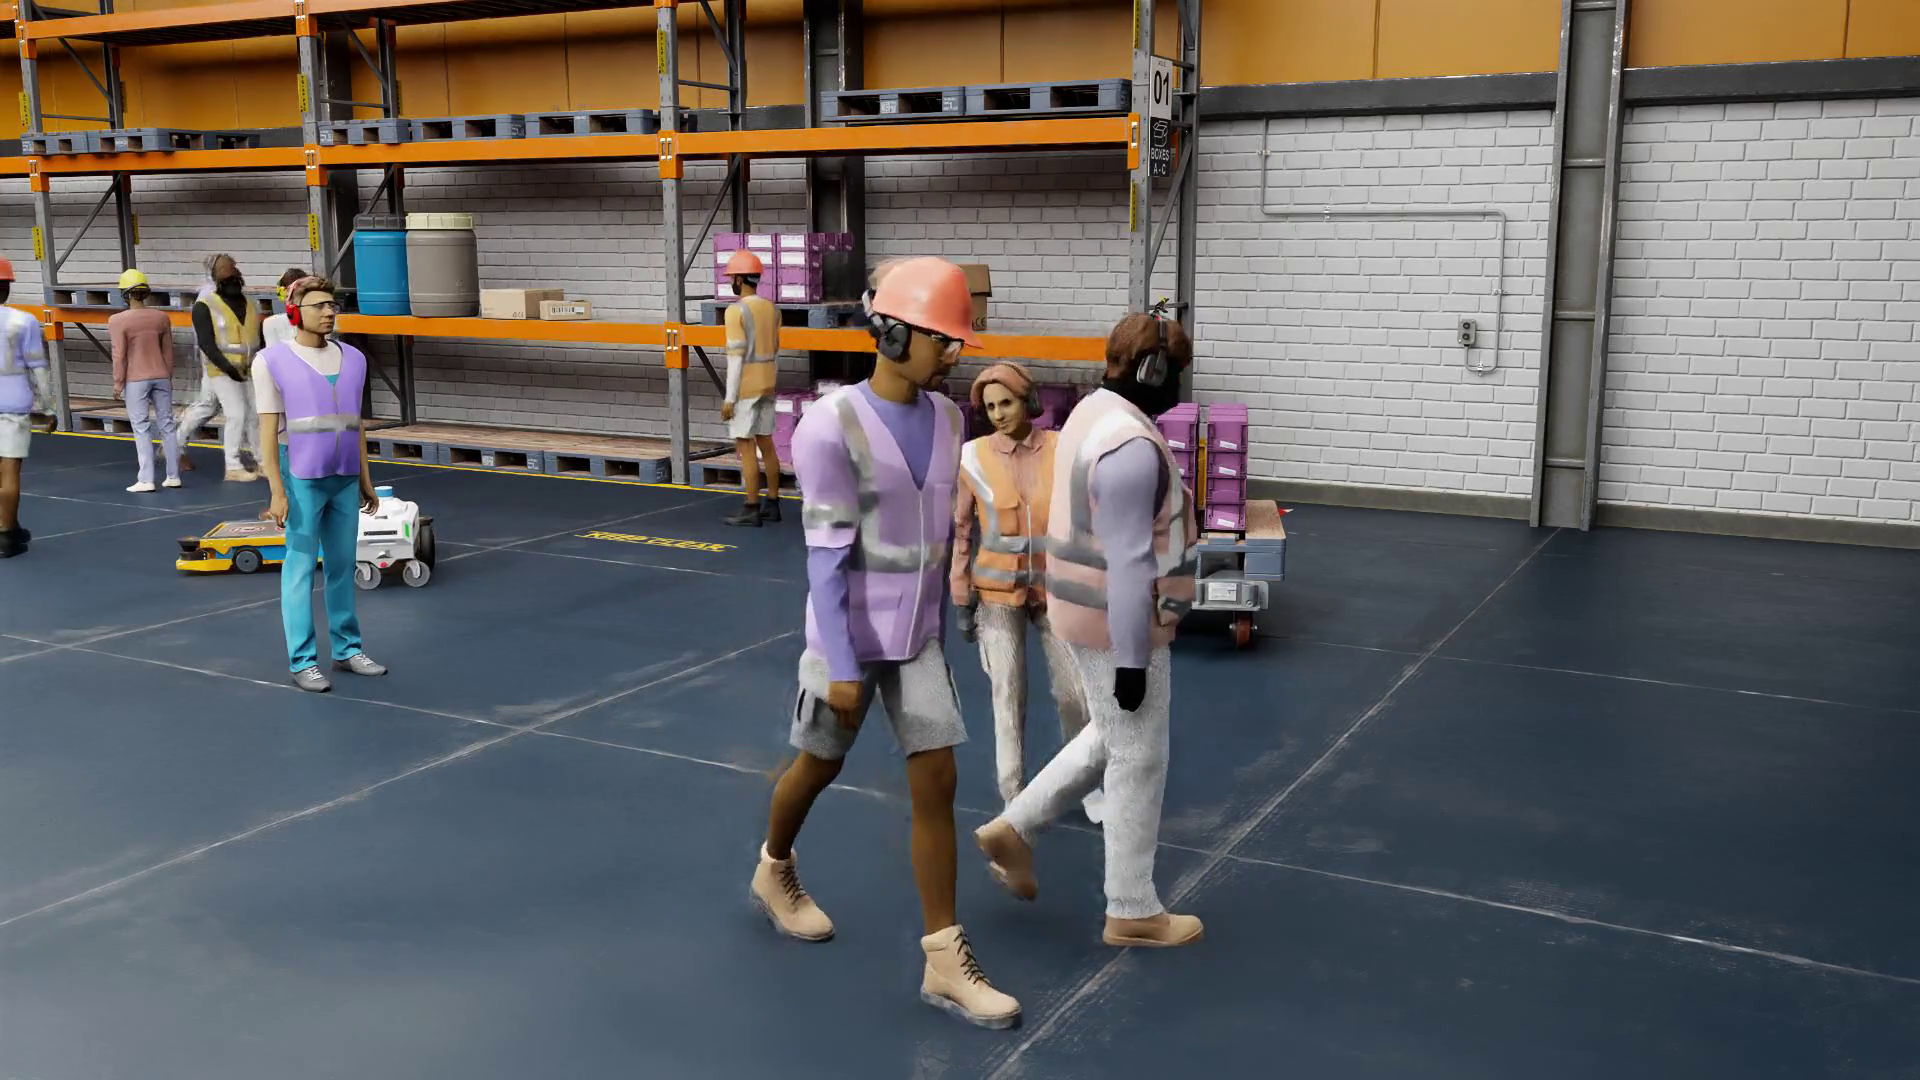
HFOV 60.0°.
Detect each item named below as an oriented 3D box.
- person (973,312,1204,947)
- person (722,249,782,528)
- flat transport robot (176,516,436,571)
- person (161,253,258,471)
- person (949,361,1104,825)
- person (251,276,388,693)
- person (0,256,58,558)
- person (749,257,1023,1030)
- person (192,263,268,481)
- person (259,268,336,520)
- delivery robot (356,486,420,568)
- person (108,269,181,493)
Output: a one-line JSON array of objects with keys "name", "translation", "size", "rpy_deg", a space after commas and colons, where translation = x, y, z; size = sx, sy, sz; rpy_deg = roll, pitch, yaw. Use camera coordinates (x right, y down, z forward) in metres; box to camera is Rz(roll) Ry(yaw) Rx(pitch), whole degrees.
[{"name": "person", "translation": [0.386, 0.259, 4.781], "size": [0.587, 1.817, 0.676], "rpy_deg": [-1, 10, -7]}, {"name": "person", "translation": [-1.482, -1.055, 11.643], "size": [0.375, 1.934, 0.550], "rpy_deg": [6, 12, 29]}, {"name": "flat transport robot", "translation": [-4.044, 0.011, 10.366], "size": [1.431, 0.197, 0.652], "rpy_deg": [-2, 11, -12]}, {"name": "person", "translation": [-6.438, -1.526, 14.381], "size": [0.974, 1.908, 0.622], "rpy_deg": [0, 10, 3]}, {"name": "person", "translation": [0.243, 0.199, 5.652], "size": [0.586, 1.613, 0.344], "rpy_deg": [-1, 10, -6]}, {"name": "person", "translation": [-2.896, -0.259, 7.514], "size": [0.389, 1.850, 0.567], "rpy_deg": [6, 12, 28]}, {"name": "person", "translation": [-6.106, -0.872, 10.689], "size": [0.580, 1.911, 0.750], "rpy_deg": [-1, 10, -6]}, {"name": "person", "translation": [-0.237, 0.231, 4.501], "size": [0.607, 1.981, 1.054], "rpy_deg": [-10, 14, -42]}, {"name": "person", "translation": [-5.967, -1.377, 13.772], "size": [0.521, 1.806, 0.648], "rpy_deg": [7, 12, 32]}, {"name": "person", "translation": [-4.401, -0.891, 11.078], "size": [0.513, 1.812, 0.961], "rpy_deg": [-8, 13, -39]}, {"name": "delivery robot", "translation": [-3.376, -0.071, 9.778], "size": [0.477, 0.478, 0.707], "rpy_deg": [-3, 11, -14]}, {"name": "person", "translation": [-6.493, -1.258, 13.222], "size": [0.327, 1.769, 0.525], "rpy_deg": [6, 12, 30]}]
